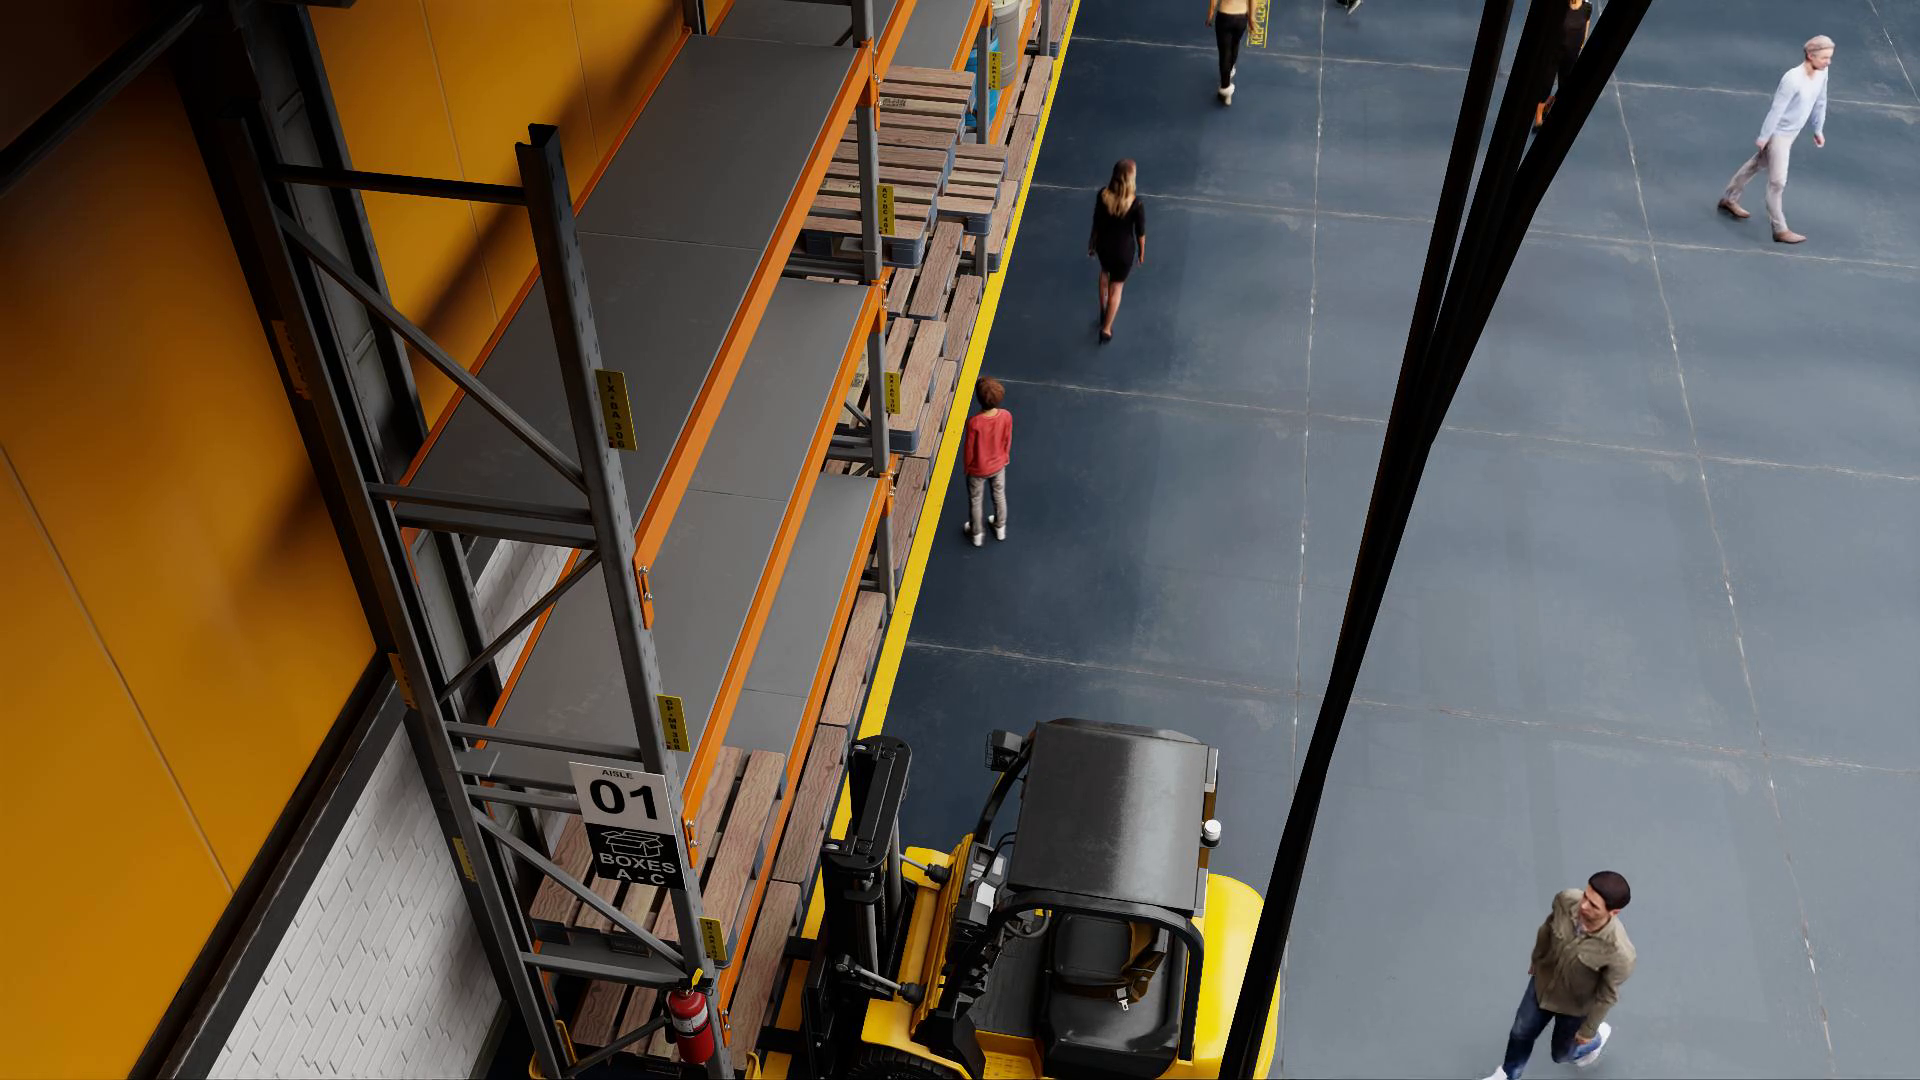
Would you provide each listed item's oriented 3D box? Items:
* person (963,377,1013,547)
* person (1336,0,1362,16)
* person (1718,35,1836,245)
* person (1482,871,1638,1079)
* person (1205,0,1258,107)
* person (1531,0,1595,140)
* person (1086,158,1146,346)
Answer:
[{"bbox_3d":[0.189,-0.549,11.762,0.580,1.415,0.615,-18,46,-18],"label":"person"},{"bbox_3d":[4.261,-6.349,17.832,0.821,1.440,0.925,-16,46,-16],"label":"person"},{"bbox_3d":[7.159,-3.605,14.657,1.161,1.846,1.197,-28,50,-26],"label":"person"},{"bbox_3d":[3.172,2.281,8.479,1.123,1.846,1.112,-19,47,-19],"label":"person"},{"bbox_3d":[2.690,-5.064,16.337,0.791,1.642,1.014,-5,44,-5],"label":"person"},{"bbox_3d":[5.709,-4.655,15.895,0.655,1.659,0.685,-2,44,-2],"label":"person"},{"bbox_3d":[1.209,-2.274,13.396,0.686,1.658,0.725,20,47,20],"label":"person"}]
